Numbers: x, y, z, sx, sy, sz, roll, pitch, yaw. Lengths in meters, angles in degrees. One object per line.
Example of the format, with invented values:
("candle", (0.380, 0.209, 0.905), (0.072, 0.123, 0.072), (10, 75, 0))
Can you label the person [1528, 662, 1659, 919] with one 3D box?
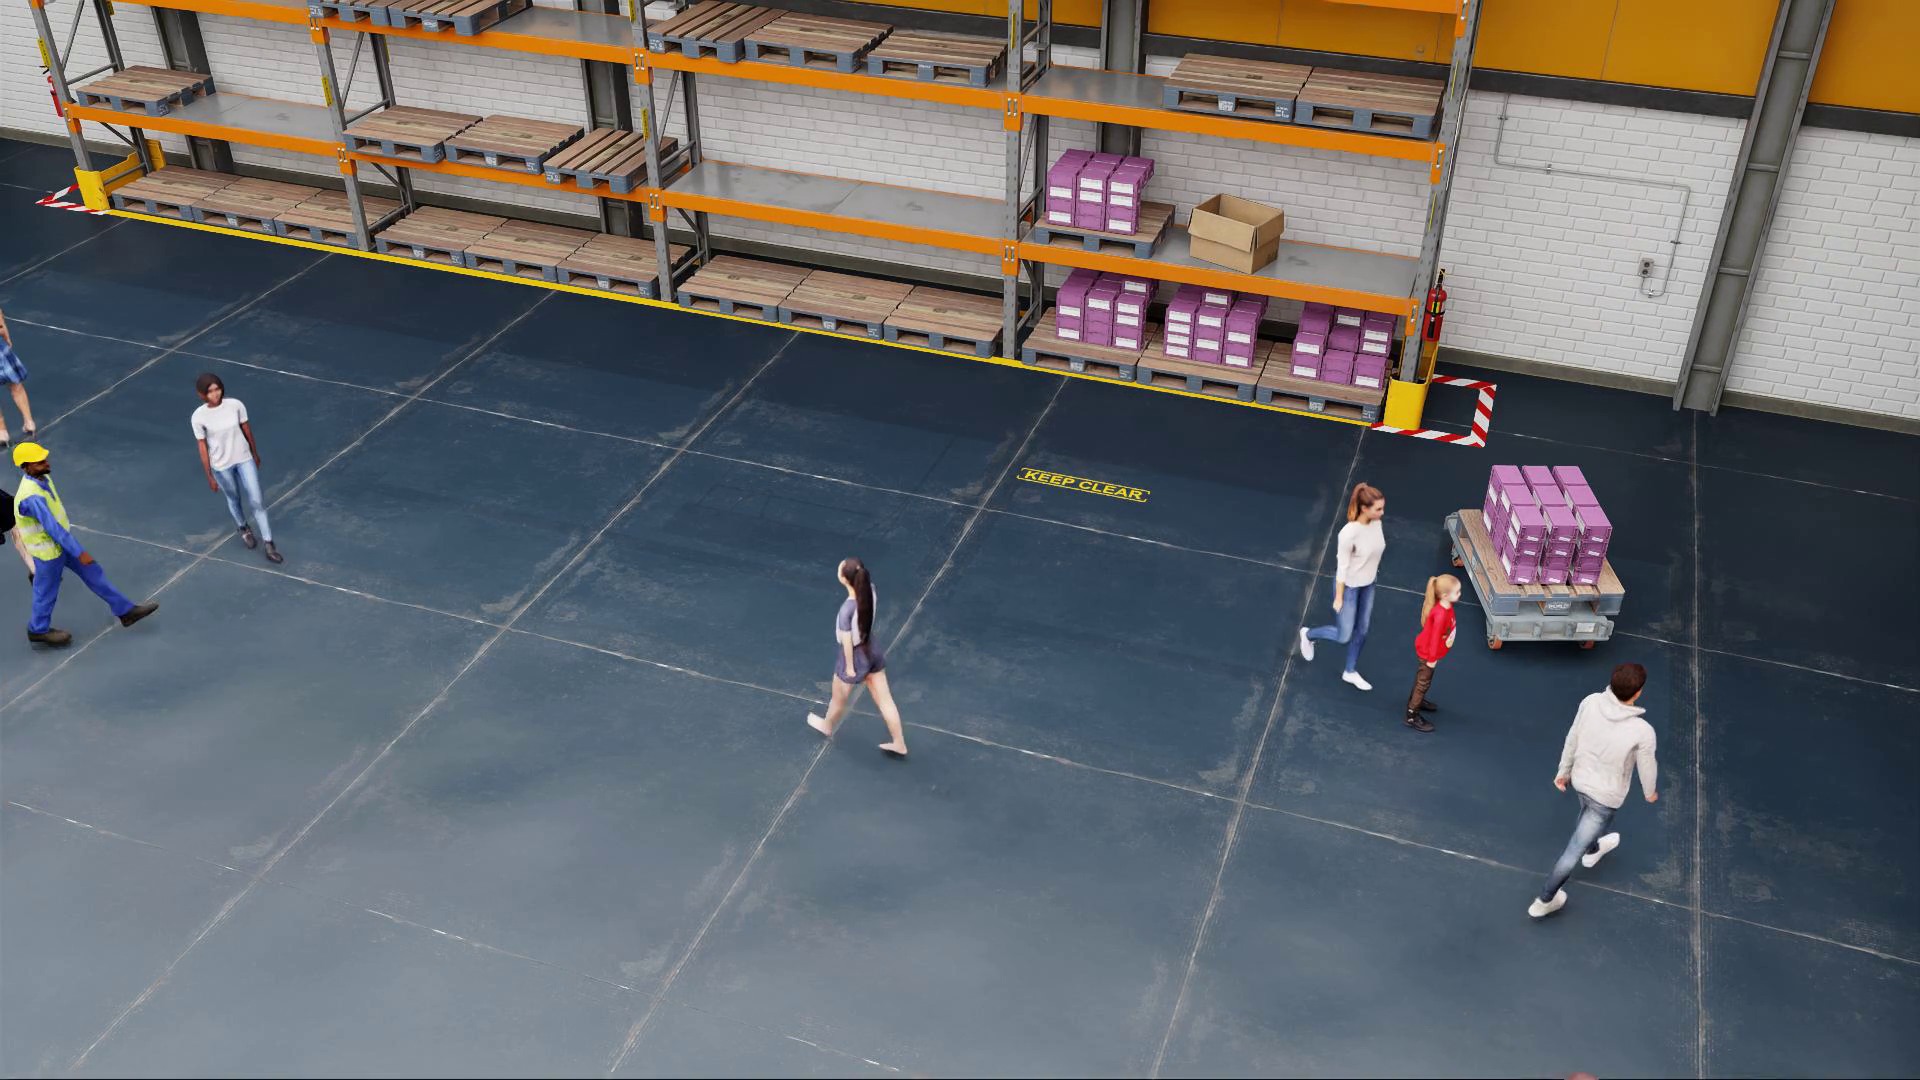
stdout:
("person", (3.922, 1.596, 10.406), (1.203, 1.805, 1.244), (-20, 39, -27))

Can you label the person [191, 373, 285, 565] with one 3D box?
("person", (-6.093, -0.647, 13.882), (0.947, 1.693, 1.082), (-21, 39, -28))

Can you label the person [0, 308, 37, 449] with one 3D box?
("person", (-8.988, -1.696, 15.359), (0.726, 1.805, 0.753), (27, 42, 34))

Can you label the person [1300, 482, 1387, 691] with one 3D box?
("person", (2.879, 0.330, 12.396), (0.882, 1.710, 1.000), (-24, 40, -31))

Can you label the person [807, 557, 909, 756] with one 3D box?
("person", (-0.624, 0.870, 11.681), (1.111, 1.603, 0.791), (21, 39, 29))

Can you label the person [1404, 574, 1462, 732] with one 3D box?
("person", (3.432, 0.791, 12.092), (0.478, 1.279, 0.493), (11, 35, 16))

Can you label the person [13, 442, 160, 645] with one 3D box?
("person", (-7.029, 0.077, 12.731), (1.286, 1.762, 1.053), (-7, 34, -11))
